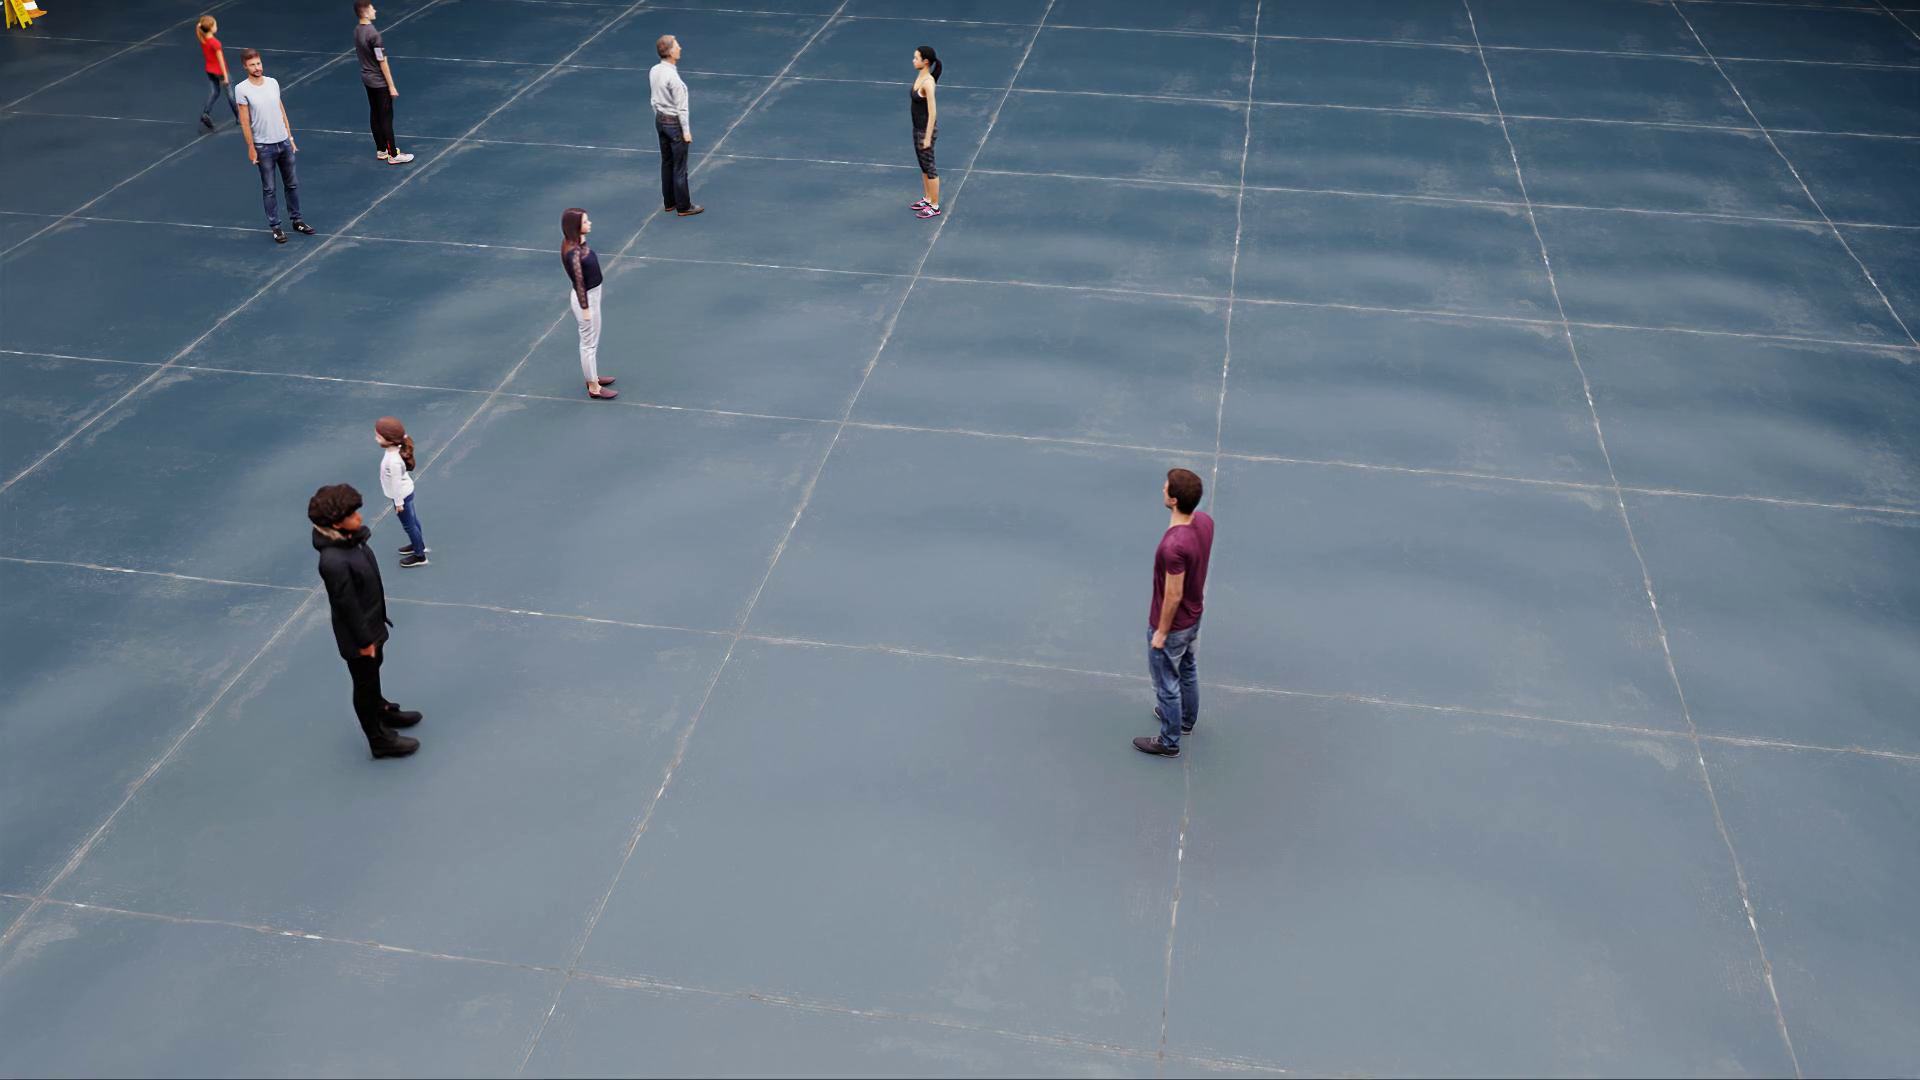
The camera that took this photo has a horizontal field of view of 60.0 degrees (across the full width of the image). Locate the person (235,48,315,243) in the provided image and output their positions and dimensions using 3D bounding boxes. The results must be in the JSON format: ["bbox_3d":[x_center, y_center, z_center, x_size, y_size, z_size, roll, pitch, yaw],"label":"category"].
[{"bbox_3d":[-6.785,-3.896,16.368,0.720,1.866,0.719,25,40,34],"label":"person"}]

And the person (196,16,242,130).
[{"bbox_3d":[-8.677,-5.416,19.316,0.809,1.291,0.682,15,35,23],"label":"person"}]

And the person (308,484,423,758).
[{"bbox_3d":[-3.461,0.458,9.552,0.700,1.774,0.701,-6,33,-10],"label":"person"}]

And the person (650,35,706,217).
[{"bbox_3d":[-2.929,-4.236,16.950,0.799,1.819,0.706,-26,41,-35],"label":"person"}]

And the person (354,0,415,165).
[{"bbox_3d":[-6.402,-5.034,18.266,0.782,1.764,0.683,-27,41,-36],"label":"person"}]

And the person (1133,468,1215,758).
[{"bbox_3d":[1.244,0.418,9.542,0.662,1.851,0.726,17,36,25],"label":"person"}]

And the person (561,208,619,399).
[{"bbox_3d":[-3.014,-1.930,13.493,0.660,1.608,0.675,-7,33,-11],"label":"person"}]

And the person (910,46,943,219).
[{"bbox_3d":[-0.343,-4.155,16.907,0.666,1.729,0.656,-9,33,-13],"label":"person"}]

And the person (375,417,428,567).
[{"bbox_3d":[-3.846,-0.352,11.457,0.556,1.110,0.509,-8,33,-12],"label":"person"}]
